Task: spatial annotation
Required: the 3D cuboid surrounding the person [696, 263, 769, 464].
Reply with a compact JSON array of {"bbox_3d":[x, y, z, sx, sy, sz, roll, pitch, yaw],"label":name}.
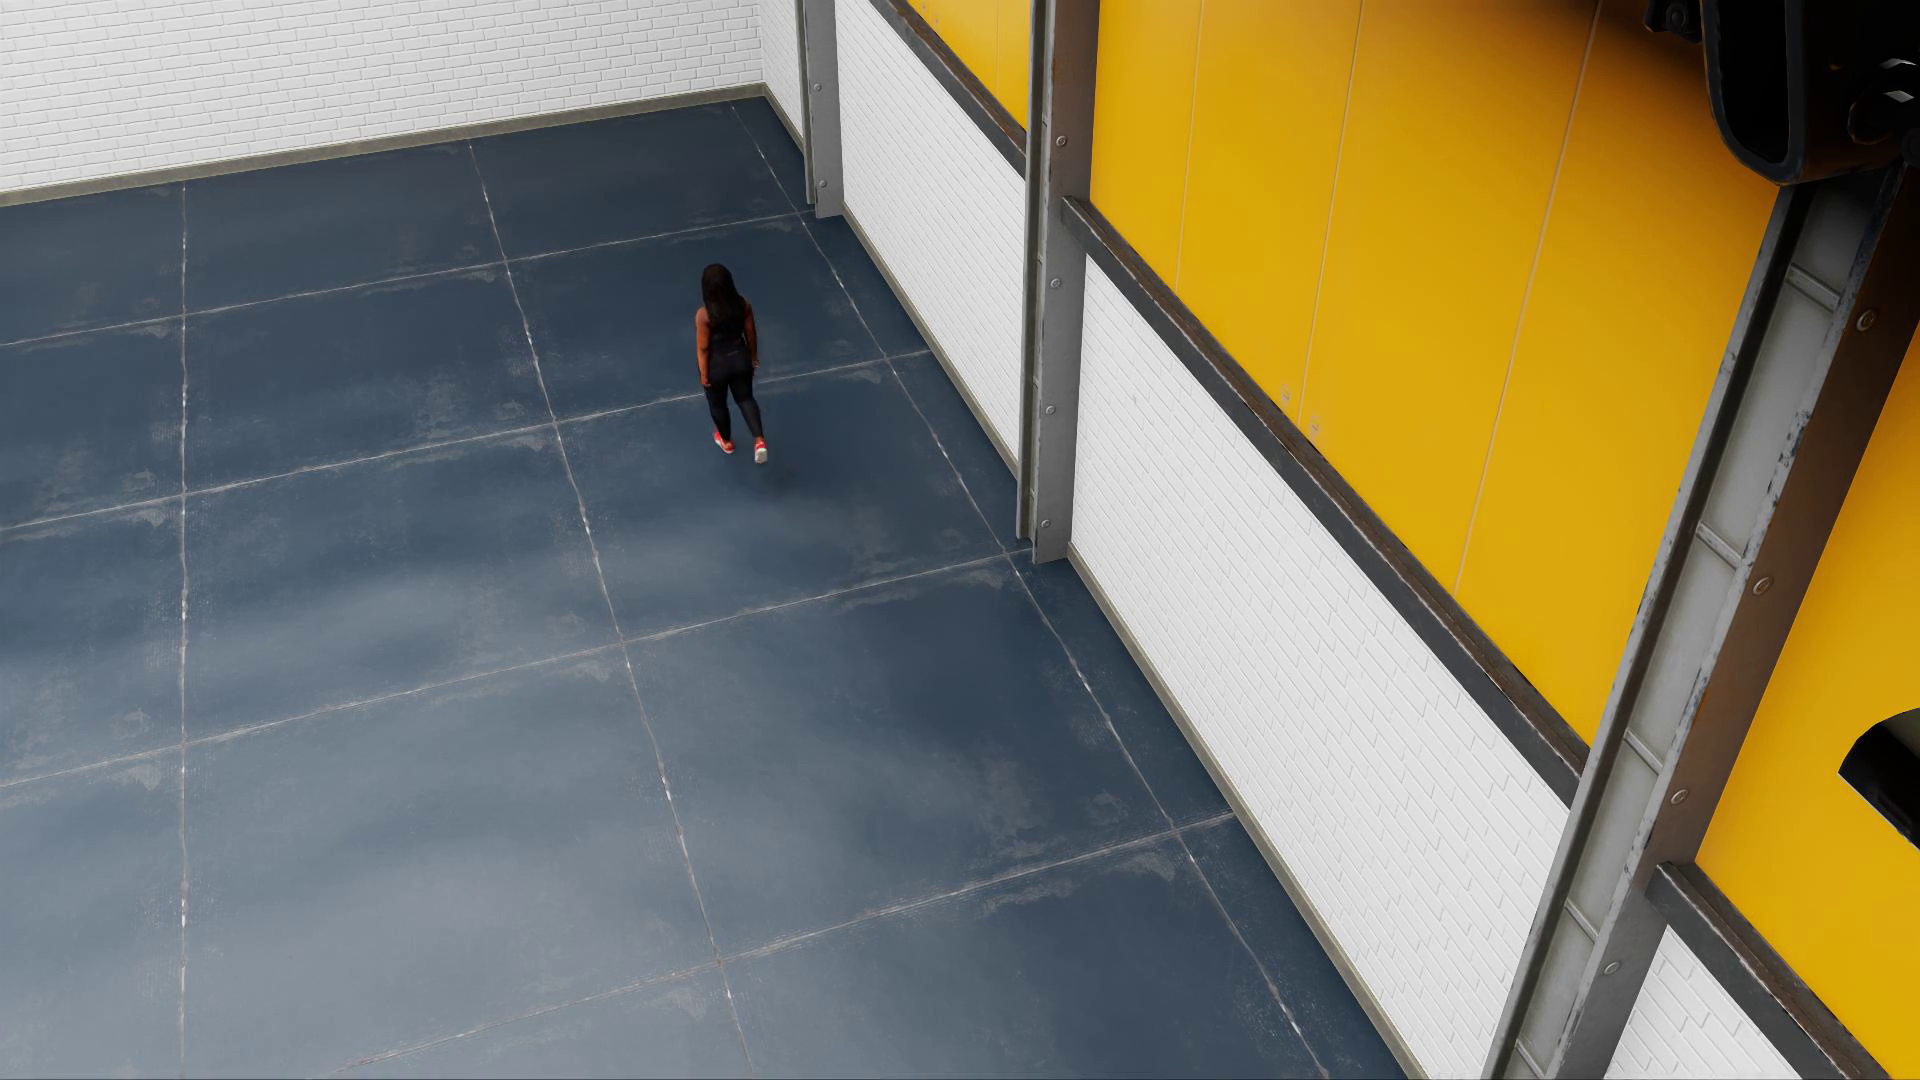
[{"bbox_3d":[-1.834,-1.356,13.302,0.774,1.796,1.055,-20,43,-24],"label":"person"}]
